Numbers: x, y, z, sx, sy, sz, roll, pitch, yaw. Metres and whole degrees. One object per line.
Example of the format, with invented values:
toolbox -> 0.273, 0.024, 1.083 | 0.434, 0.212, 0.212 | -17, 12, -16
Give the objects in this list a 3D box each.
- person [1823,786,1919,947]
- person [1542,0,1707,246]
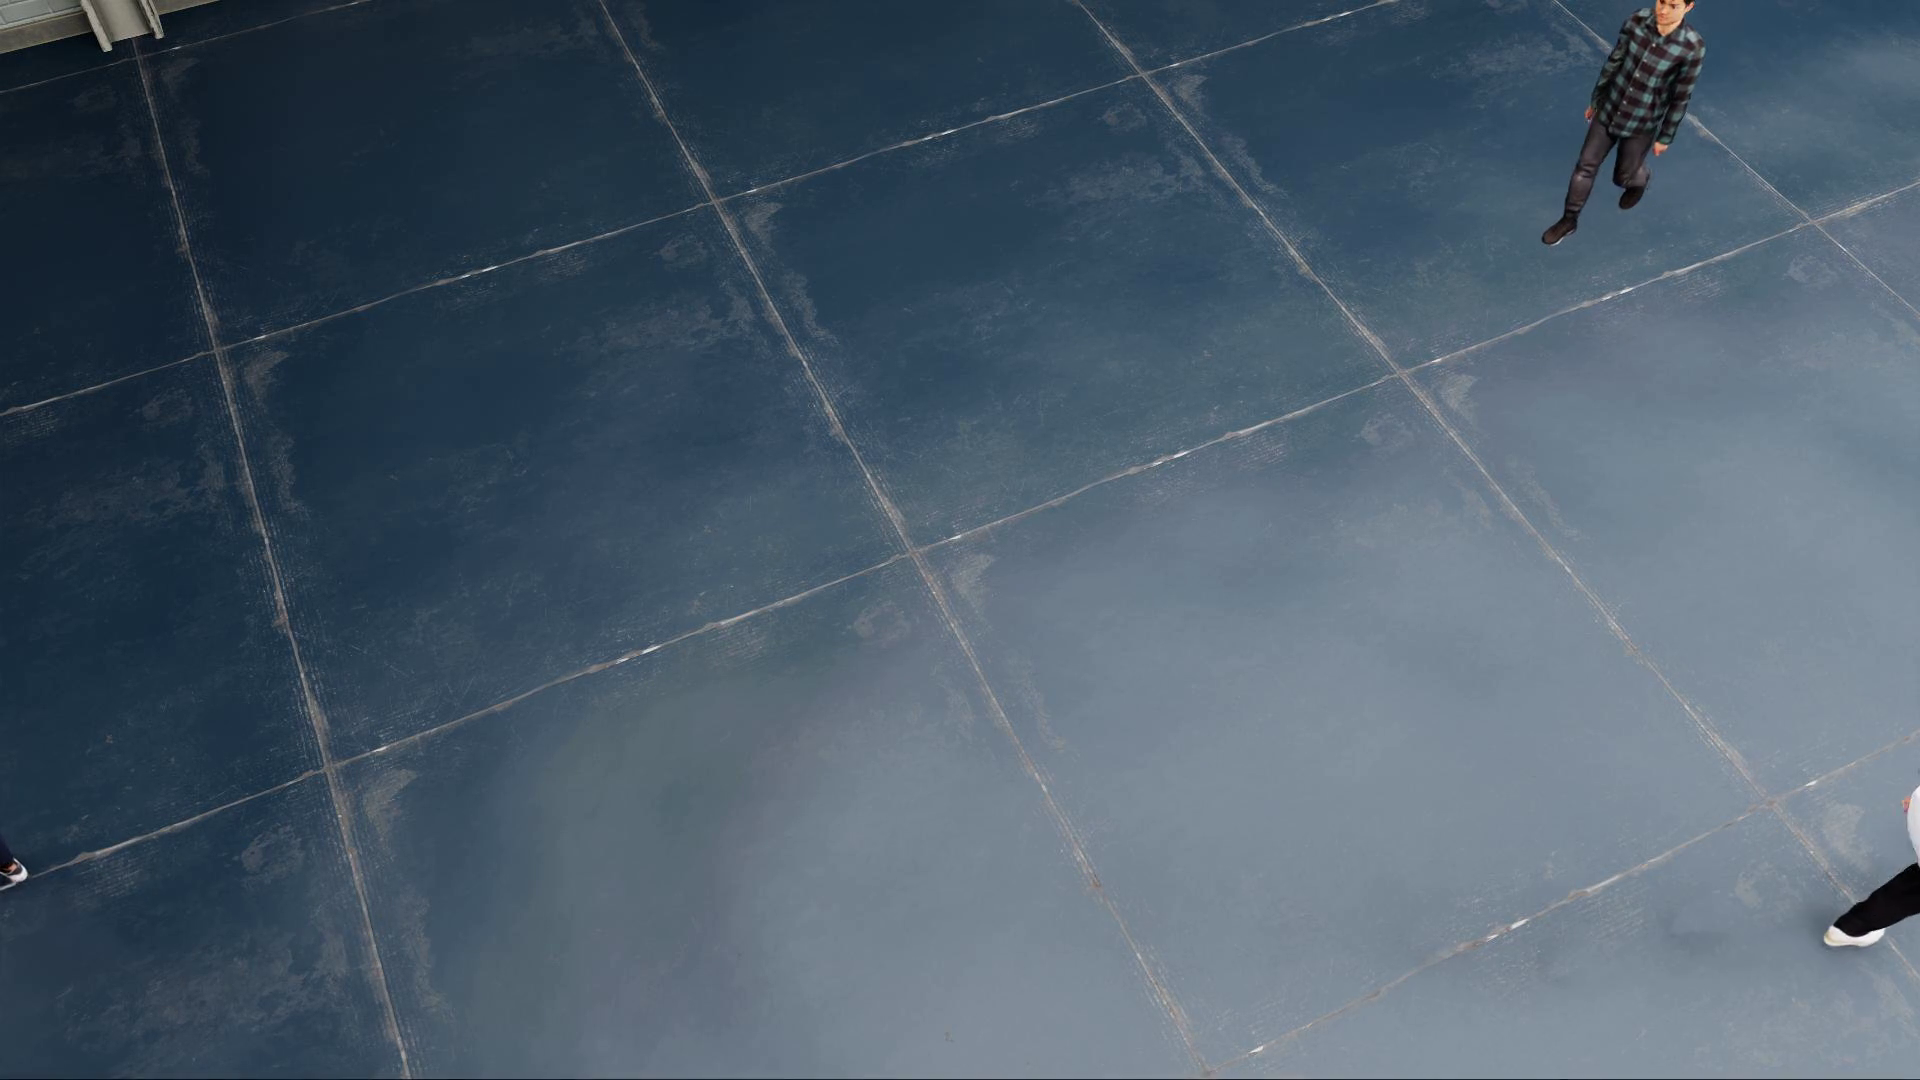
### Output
person -> 3.944, 1.192, 6.645 | 1.092, 1.658, 0.872 | -3, 52, -2
person -> 3.678, -2.351, 9.039 | 1.026, 1.696, 0.859 | -35, 60, -24
